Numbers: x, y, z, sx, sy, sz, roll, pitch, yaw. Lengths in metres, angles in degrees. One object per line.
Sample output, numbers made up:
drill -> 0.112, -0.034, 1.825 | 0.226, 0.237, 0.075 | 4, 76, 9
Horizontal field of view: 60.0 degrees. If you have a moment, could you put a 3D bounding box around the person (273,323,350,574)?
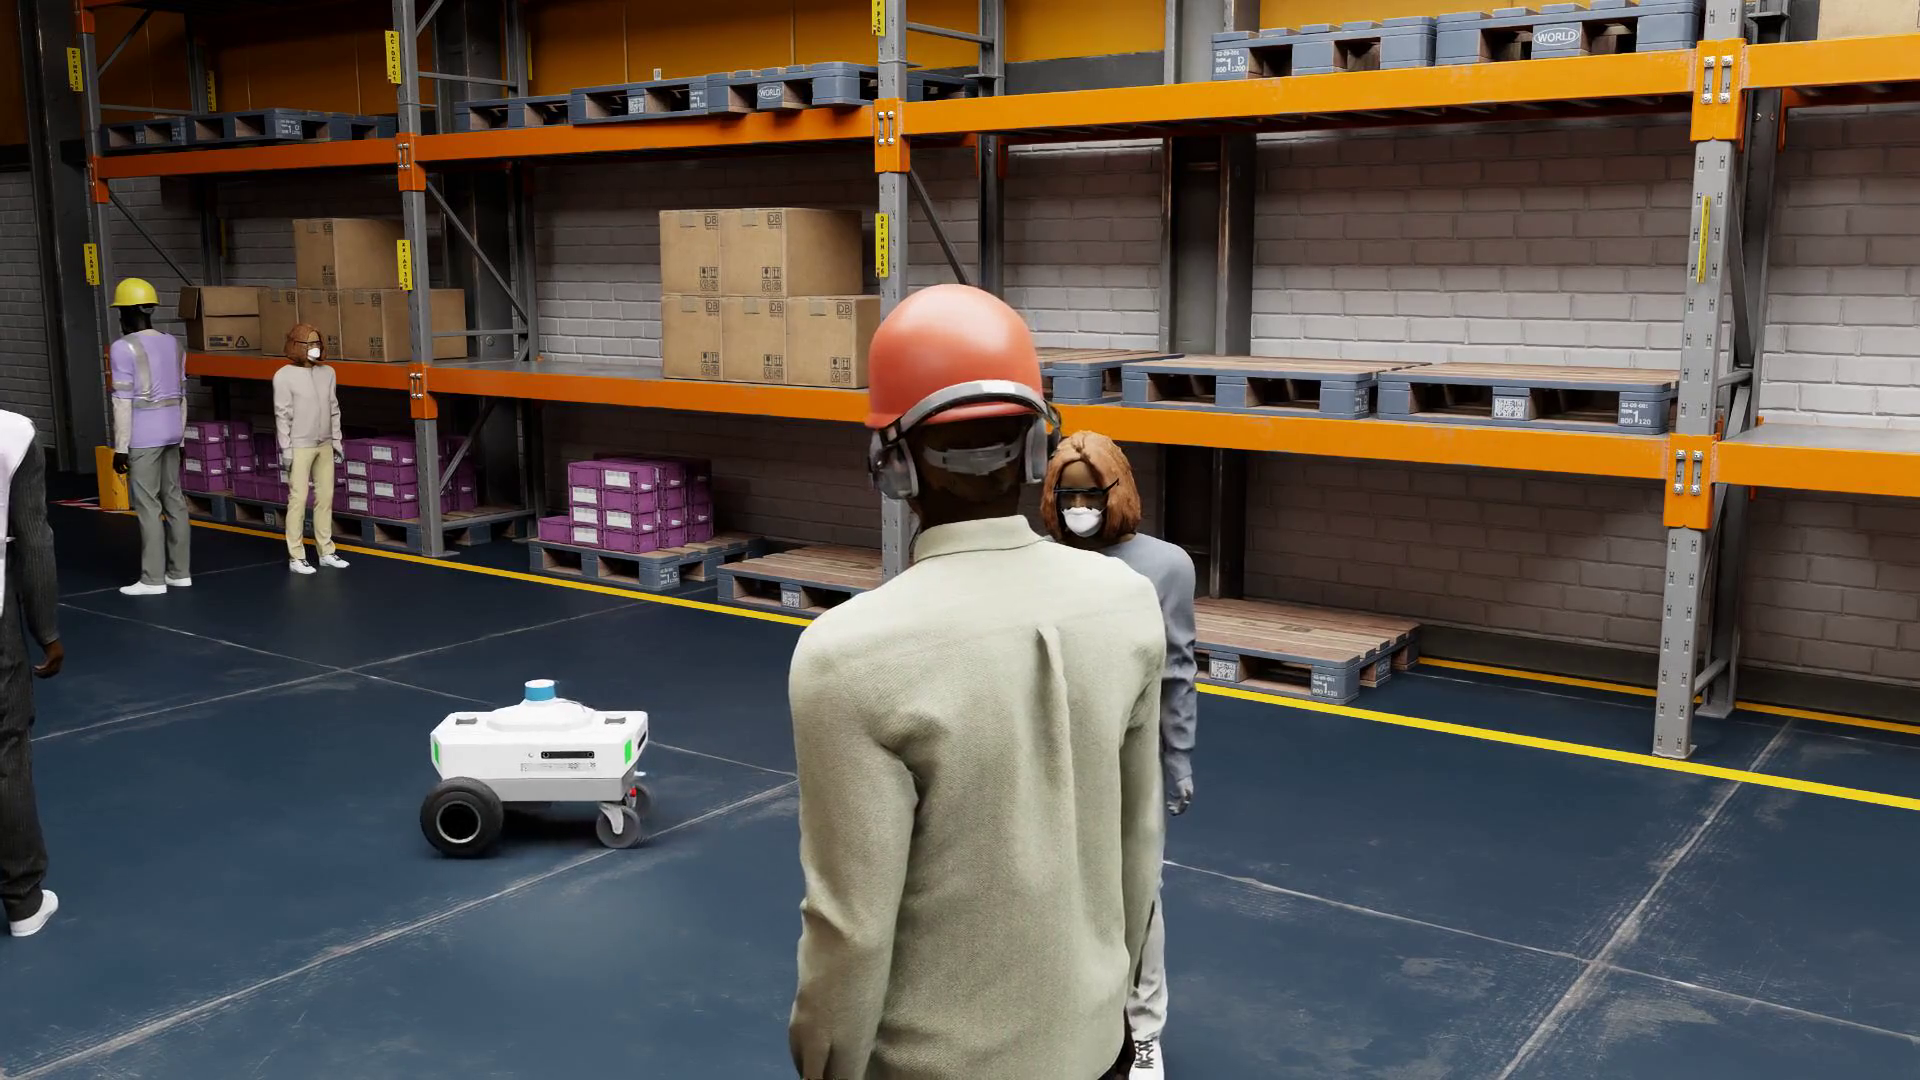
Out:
person -> -4.224, -0.594, 10.818 | 0.281, 1.624, 0.493 | 4, 10, 24

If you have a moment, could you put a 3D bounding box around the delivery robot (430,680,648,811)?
delivery robot -> -1.458, 0.732, 5.815 | 0.707, 0.478, 0.477 | 0, 9, -1

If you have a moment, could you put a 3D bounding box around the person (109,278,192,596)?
person -> -4.937, -0.622, 10.119 | 0.391, 1.922, 0.589 | 2, 10, 11

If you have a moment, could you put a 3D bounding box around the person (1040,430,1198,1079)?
person -> 0.323, 0.539, 4.072 | 0.510, 1.622, 0.295 | 2, 10, 12

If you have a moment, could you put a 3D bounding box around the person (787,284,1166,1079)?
person -> 0.015, 0.663, 2.236 | 0.619, 1.990, 0.391 | -9, 13, -41

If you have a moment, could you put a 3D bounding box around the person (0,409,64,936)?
person -> -2.983, 0.258, 4.911 | 0.582, 1.911, 0.392 | -2, 10, -14
